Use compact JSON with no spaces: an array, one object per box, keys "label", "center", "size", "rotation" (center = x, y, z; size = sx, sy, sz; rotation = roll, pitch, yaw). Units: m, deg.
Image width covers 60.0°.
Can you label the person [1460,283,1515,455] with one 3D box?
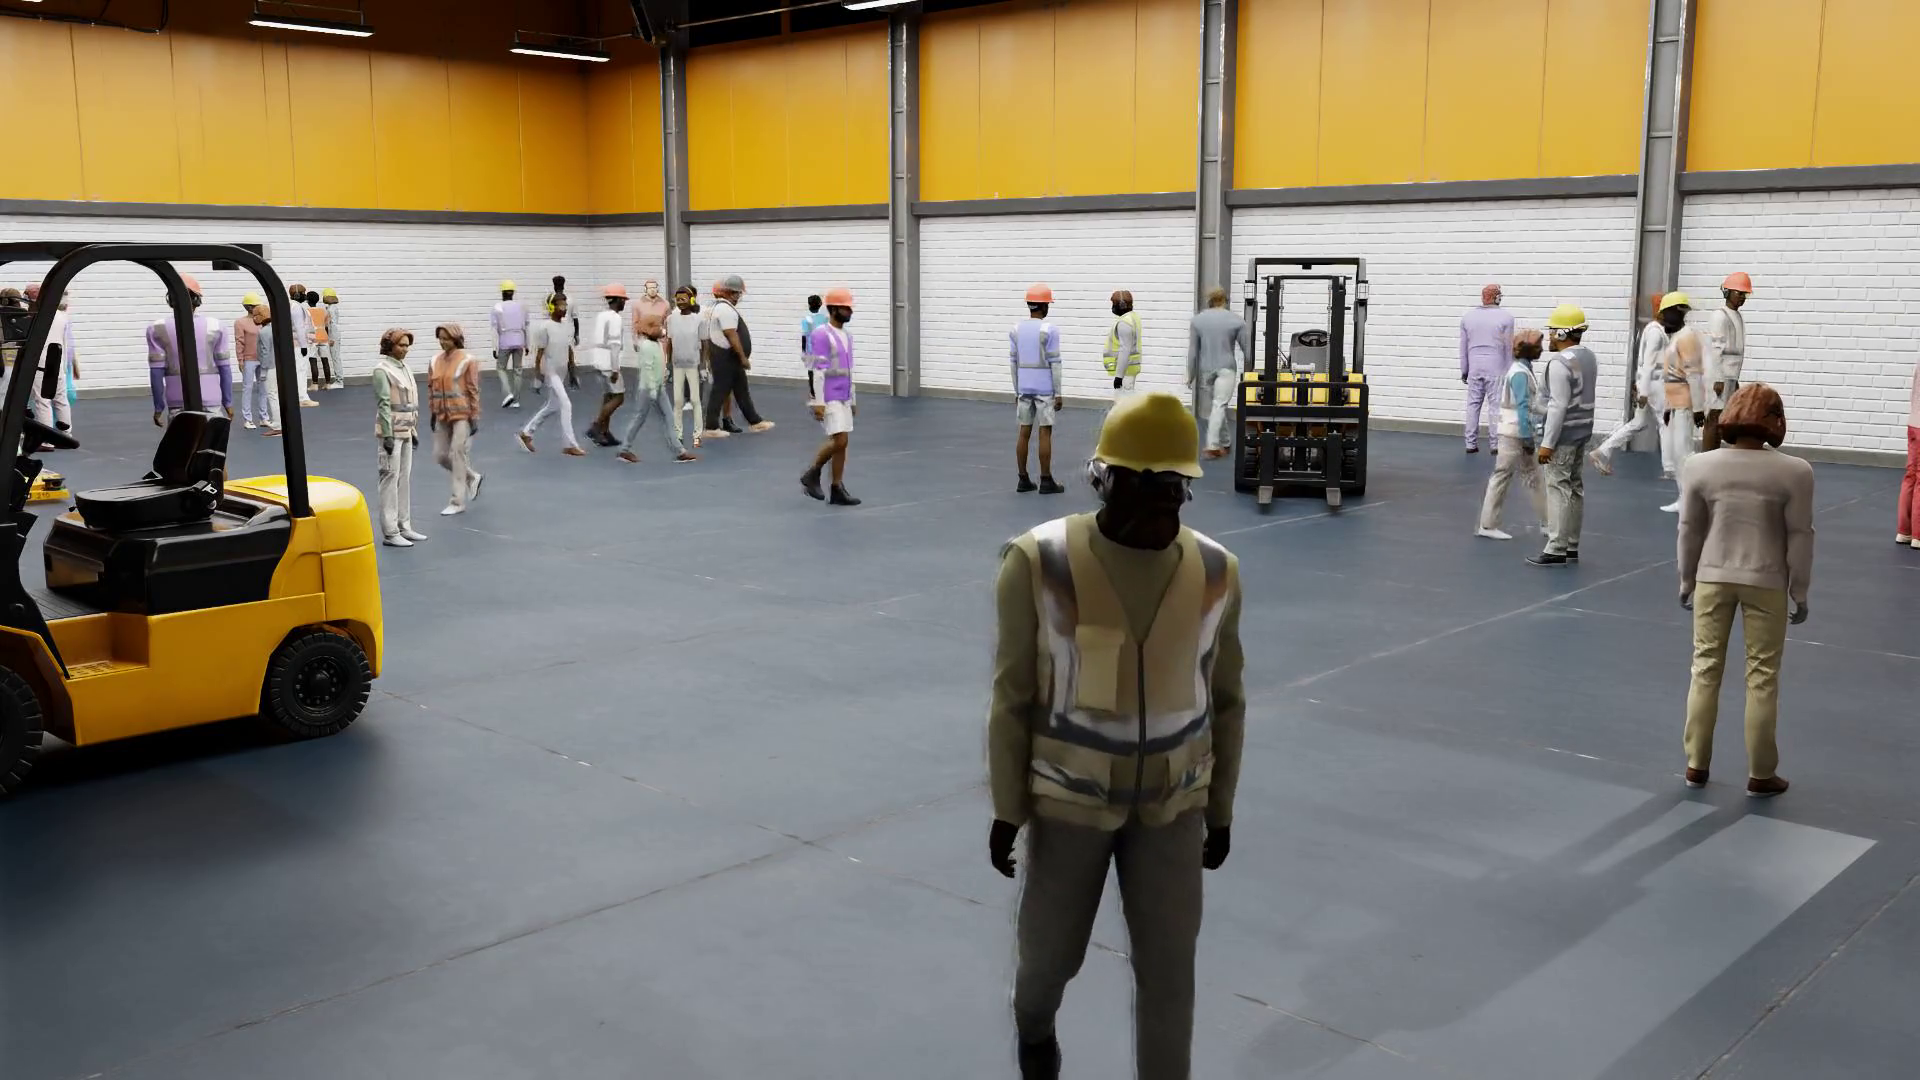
[{"label":"person","center":[5.924,-1.910,18.632],"size":[0.637,1.911,0.403],"rotation":[9,13,42]}]

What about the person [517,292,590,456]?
[{"label":"person","center":[-4.573,-1.858,18.579],"size":[0.951,1.829,0.522],"rotation":[3,10,20]}]

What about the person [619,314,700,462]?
[{"label":"person","center":[-3.260,-1.604,17.725],"size":[0.877,1.588,0.515],"rotation":[2,9,11]}]

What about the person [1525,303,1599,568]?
[{"label":"person","center":[4.183,-0.722,11.575],"size":[0.403,1.834,0.589],"rotation":[8,12,40]}]

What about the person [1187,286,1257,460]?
[{"label":"person","center":[2.908,-1.838,18.291],"size":[0.762,1.871,1.036],"rotation":[5,10,26]}]

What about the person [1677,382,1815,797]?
[{"label":"person","center":[3.088,0.194,6.569],"size":[0.499,1.633,0.278],"rotation":[7,12,39]}]

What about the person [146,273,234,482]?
[{"label":"person","center":[-6.161,-1.112,13.357],"size":[0.605,2.033,0.399],"rotation":[-4,10,-25]}]

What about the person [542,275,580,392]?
[{"label":"person","center":[-6.711,-3.462,27.971],"size":[0.613,1.961,0.368],"rotation":[-4,10,-21]}]

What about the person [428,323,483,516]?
[{"label":"person","center":[-4.267,-1.038,14.140],"size":[0.529,1.620,0.546],"rotation":[4,10,23]}]

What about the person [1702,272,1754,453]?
[{"label":"person","center":[7.666,-1.644,16.601],"size":[0.394,2.038,0.605],"rotation":[8,12,41]}]

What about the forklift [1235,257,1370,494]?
[{"label":"forklift","center":[3.309,-1.629,16.029],"size":[1.214,2.155,2.313],"rotation":[2,9,11]}]

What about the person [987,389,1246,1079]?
[{"label":"person","center":[0.353,0.557,3.785],"size":[0.622,1.813,0.700],"rotation":[-2,9,-10]}]

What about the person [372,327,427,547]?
[{"label":"person","center":[-4.225,-0.775,12.493],"size":[0.311,1.639,0.512],"rotation":[1,9,3]}]

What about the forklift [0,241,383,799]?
[{"label":"forklift","center":[-3.706,-0.171,7.093],"size":[1.214,2.155,2.313],"rotation":[9,13,43]}]

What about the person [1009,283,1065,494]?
[{"label":"person","center":[0.719,-1.386,15.353],"size":[0.544,1.930,0.354],"rotation":[7,11,36]}]

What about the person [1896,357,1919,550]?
[{"label":"person","center":[7.204,-0.804,12.307],"size":[0.337,1.760,0.526],"rotation":[2,9,10]}]

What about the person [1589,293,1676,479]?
[{"label":"person","center":[6.780,-1.520,16.451],"size":[0.937,1.846,0.574],"rotation":[3,10,19]}]

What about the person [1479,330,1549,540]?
[{"label":"person","center":[4.359,-0.781,12.637],"size":[0.782,1.604,0.533],"rotation":[4,10,26]}]

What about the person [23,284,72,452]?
[{"label":"person","center":[-10.420,-1.948,18.878],"size":[0.400,1.905,0.643],"rotation":[3,10,16]}]

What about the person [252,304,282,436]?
[{"label":"person","center":[-8.583,-2.102,20.647],"size":[0.289,1.633,0.500],"rotation":[-1,9,-7]}]

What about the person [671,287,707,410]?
[{"label":"person","center":[-3.877,-2.738,24.017],"size":[0.604,1.804,1.153],"rotation":[-1,9,-4]}]

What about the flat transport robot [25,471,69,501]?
[{"label":"flat transport robot","center":[-8.635,-0.517,15.091],"size":[0.652,0.197,1.431],"rotation":[-8,12,-41]}]

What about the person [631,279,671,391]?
[{"label":"person","center":[-4.824,-3.129,26.111],"size":[0.641,1.908,0.409],"rotation":[-4,10,-24]}]

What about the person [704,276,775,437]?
[{"label":"person","center":[-2.744,-2.282,20.505],"size":[0.920,2.000,0.701],"rotation":[-1,9,-3]}]

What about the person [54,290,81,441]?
[{"label":"person","center":[-10.682,-2.063,19.793],"size":[0.493,1.828,0.611],"rotation":[0,9,-3]}]

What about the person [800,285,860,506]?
[{"label":"person","center":[-1.095,-1.249,14.515],"size":[0.465,1.926,0.568],"rotation":[5,10,26]}]

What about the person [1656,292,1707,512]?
[{"label":"person","center":[6.095,-1.143,14.025],"size":[0.502,1.876,0.674],"rotation":[3,10,16]}]

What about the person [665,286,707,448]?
[{"label":"person","center":[-3.174,-1.991,19.242],"size":[0.509,1.872,0.329],"rotation":[1,9,8]}]

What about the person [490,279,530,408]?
[{"label":"person","center":[-6.667,-2.902,24.676],"size":[0.614,1.915,0.423],"rotation":[-6,11,-31]}]

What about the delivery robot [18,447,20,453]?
[{"label":"delivery robot","center":[-9.268,-0.842,15.934],"size":[0.477,0.478,0.707],"rotation":[-8,12,-41]}]

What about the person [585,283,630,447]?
[{"label":"person","center":[-4.090,-2.024,19.330],"size":[0.616,1.911,0.566],"rotation":[-6,11,-34]}]

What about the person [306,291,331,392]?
[{"label":"person","center":[-10.905,-3.358,28.151],"size":[0.322,1.697,0.532],"rotation":[7,11,35]}]

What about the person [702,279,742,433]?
[{"label":"person","center":[-2.970,-2.293,20.889],"size":[0.361,1.938,0.546],"rotation":[7,11,36]}]

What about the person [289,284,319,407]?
[{"label":"person","center":[-9.952,-2.934,25.111],"size":[0.429,1.844,0.625],"rotation":[-6,11,-32]}]

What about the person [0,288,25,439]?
[{"label":"person","center":[-11.565,-2.155,20.348],"size":[0.429,1.841,0.621],"rotation":[1,9,7]}]

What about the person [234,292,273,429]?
[{"label":"person","center":[-9.152,-2.326,21.620],"size":[0.315,1.766,0.533],"rotation":[5,11,30]}]

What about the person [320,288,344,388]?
[{"label":"person","center":[-10.916,-3.502,28.891],"size":[0.304,1.743,0.494],"rotation":[-3,10,-19]}]

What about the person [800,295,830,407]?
[{"label":"person","center":[-2.114,-2.817,24.853],"size":[0.541,1.688,0.448],"rotation":[-8,12,-41]}]

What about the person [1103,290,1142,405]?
[{"label":"person","center":[1.801,-1.854,18.498],"size":[0.429,1.841,0.625],"rotation":[2,9,12]}]
